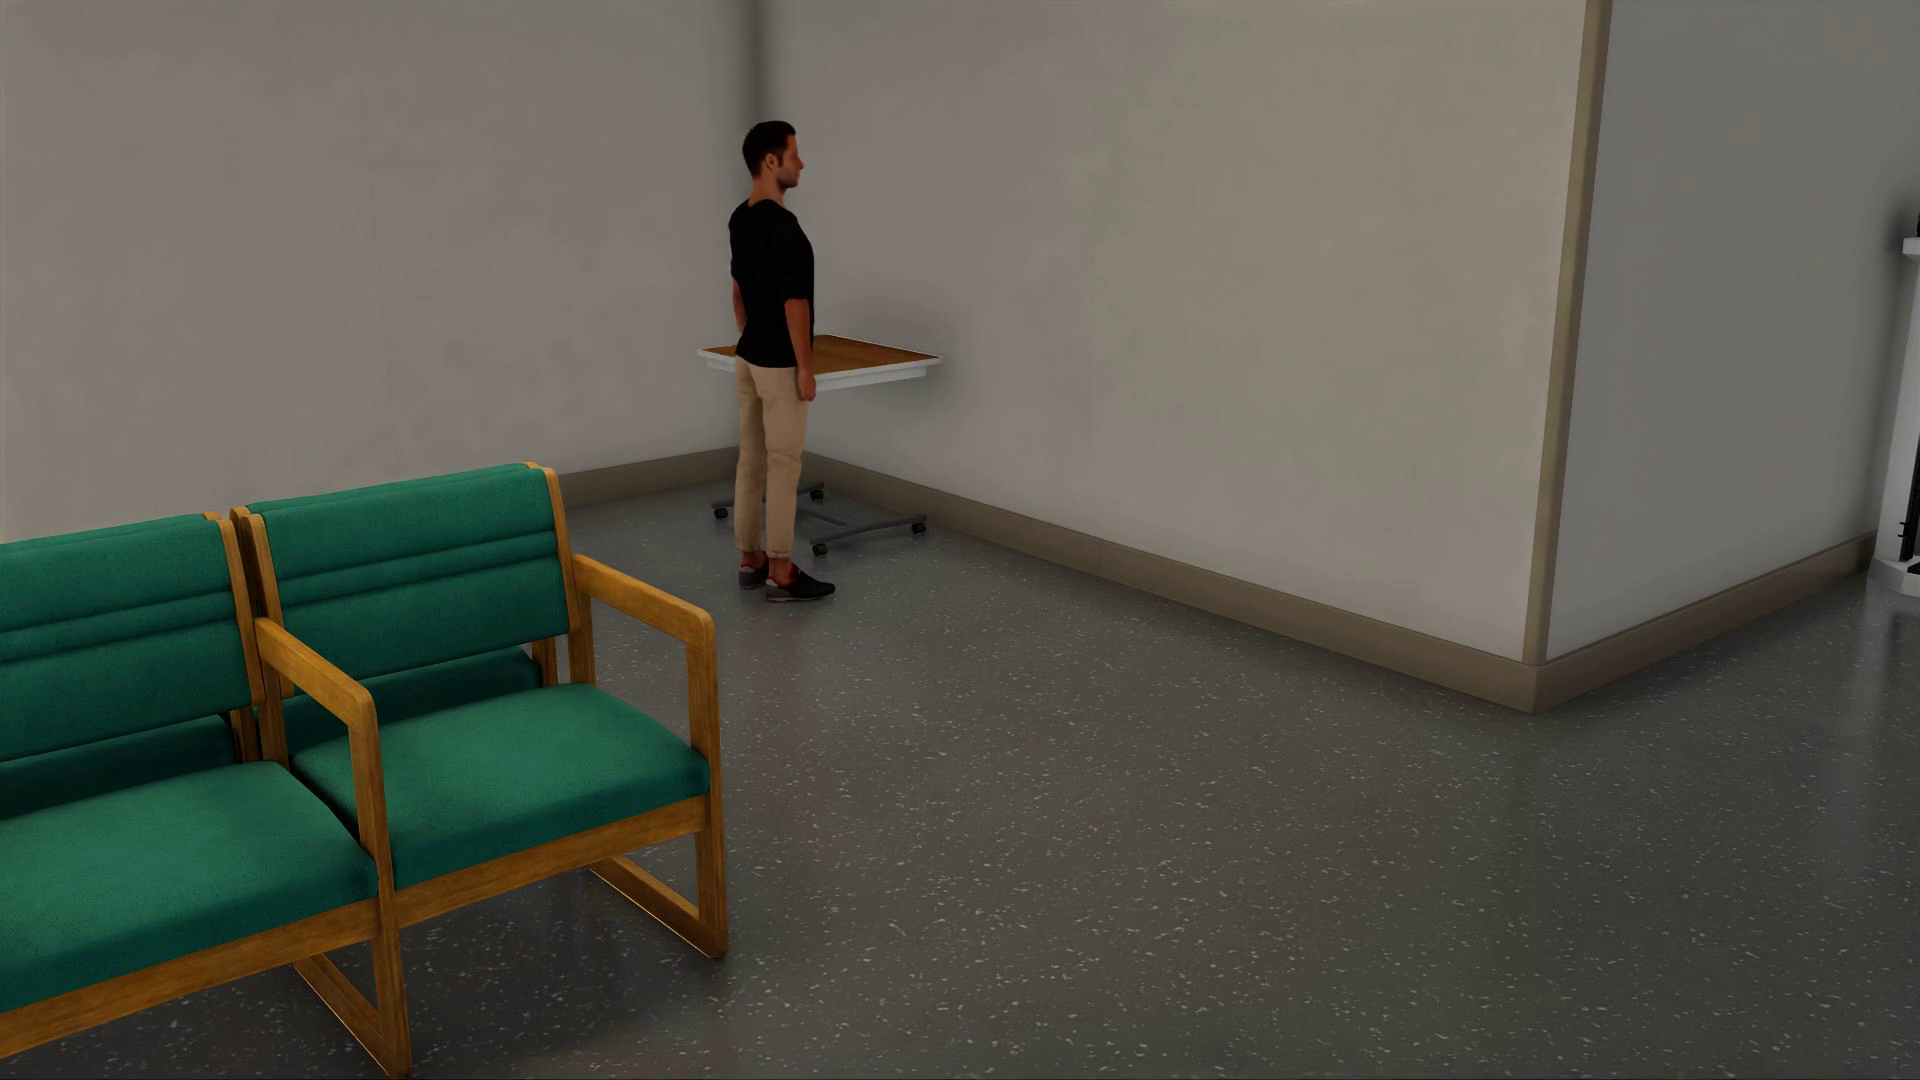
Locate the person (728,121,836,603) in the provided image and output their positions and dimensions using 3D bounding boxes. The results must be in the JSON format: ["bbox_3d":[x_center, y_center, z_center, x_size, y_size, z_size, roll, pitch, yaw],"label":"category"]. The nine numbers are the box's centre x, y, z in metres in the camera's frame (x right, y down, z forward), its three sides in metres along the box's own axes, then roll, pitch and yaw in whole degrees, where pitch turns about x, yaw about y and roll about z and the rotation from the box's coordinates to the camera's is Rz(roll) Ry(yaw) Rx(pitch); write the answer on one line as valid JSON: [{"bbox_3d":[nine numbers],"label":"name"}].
[{"bbox_3d":[-0.741,-0.695,6.537,0.727,1.854,0.500,-10,19,-32],"label":"person"}]
